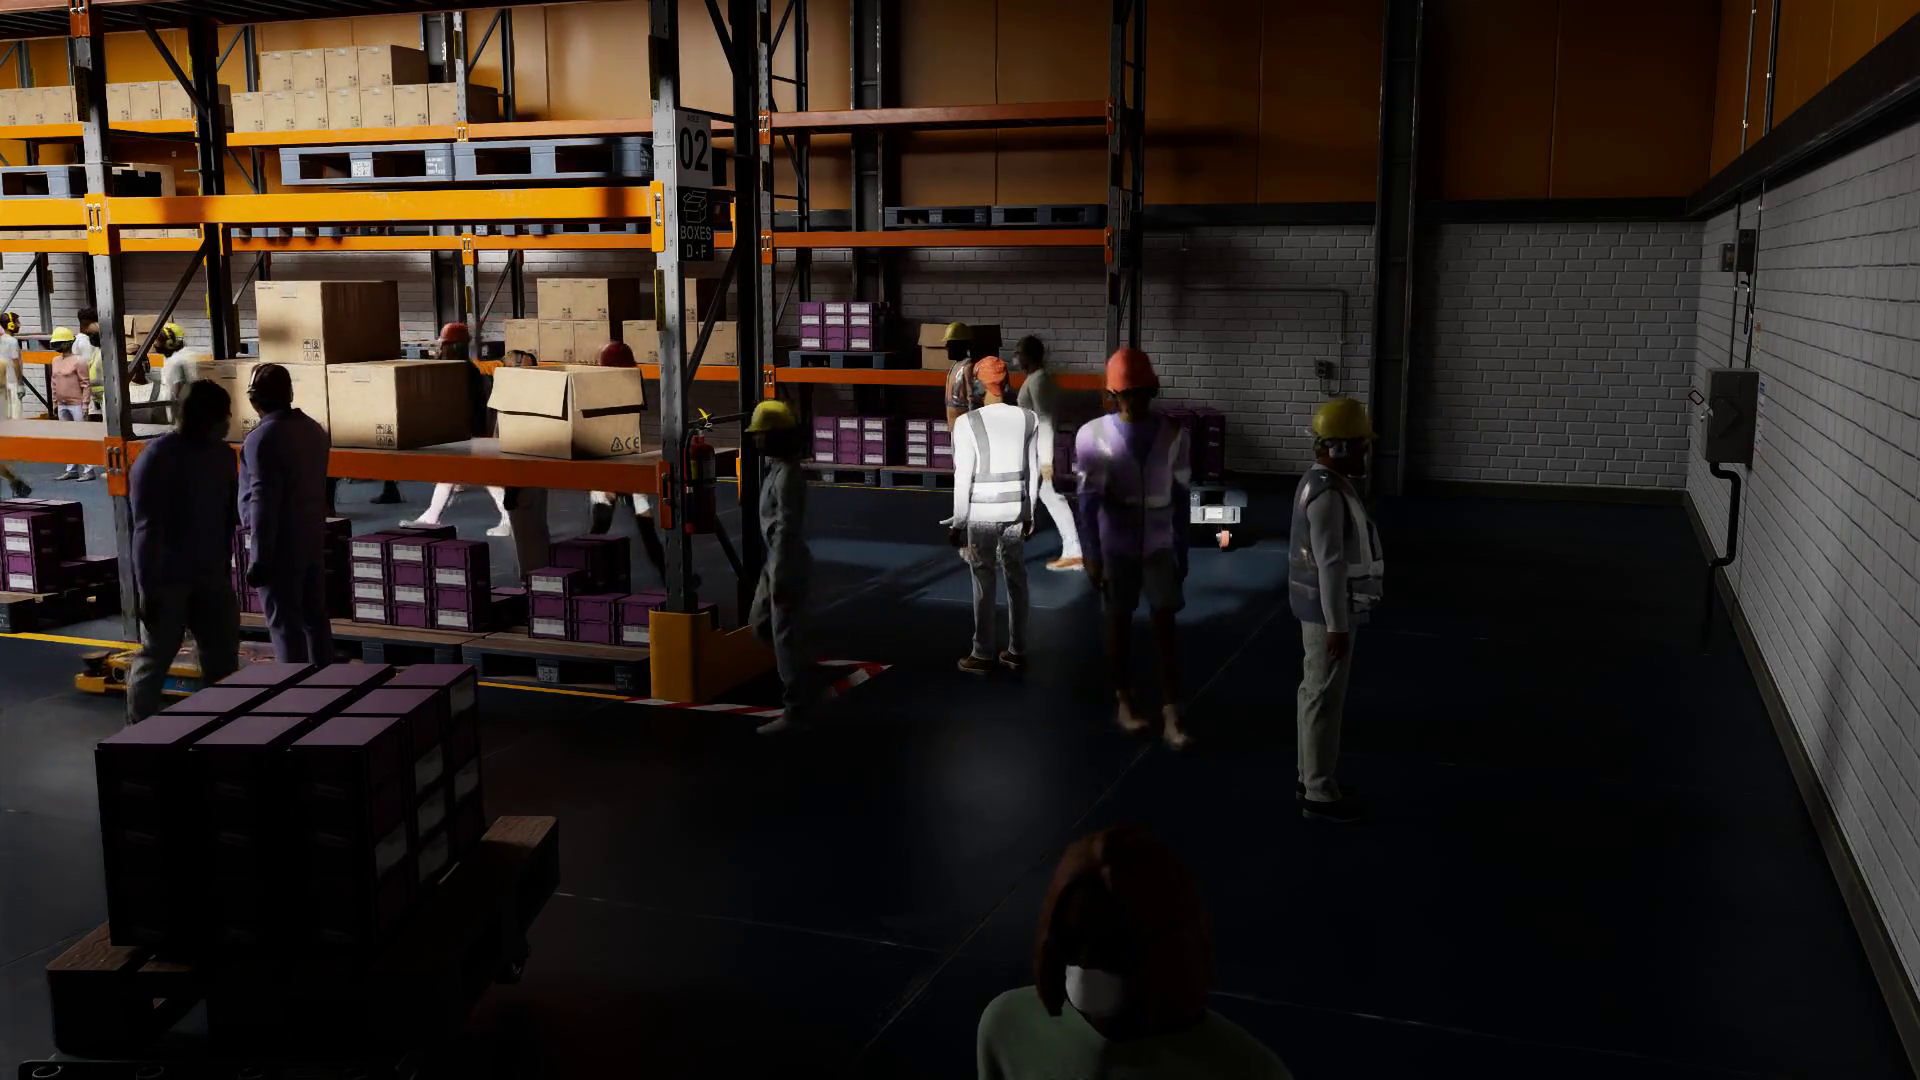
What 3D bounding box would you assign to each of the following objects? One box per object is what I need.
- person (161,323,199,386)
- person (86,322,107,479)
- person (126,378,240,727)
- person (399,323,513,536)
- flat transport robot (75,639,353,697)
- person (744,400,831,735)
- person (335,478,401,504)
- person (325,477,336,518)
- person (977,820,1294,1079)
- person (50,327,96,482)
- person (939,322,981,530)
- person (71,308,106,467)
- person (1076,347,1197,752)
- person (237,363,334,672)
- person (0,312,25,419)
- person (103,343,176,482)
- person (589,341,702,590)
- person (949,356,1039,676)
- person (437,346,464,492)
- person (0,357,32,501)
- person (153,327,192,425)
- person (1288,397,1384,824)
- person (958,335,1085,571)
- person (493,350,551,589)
[{"bbox_3d":[-9.101,-1.592,19.202,0.613,1.797,0.814,8,12,42],"label":"person"},{"bbox_3d":[-9.946,-1.646,19.530,0.495,1.819,0.784,-6,11,-35],"label":"person"},{"bbox_3d":[-3.538,0.201,7.696,0.963,1.873,0.720,3,10,20],"label":"person"},{"bbox_3d":[-4.469,-0.971,14.895,1.075,1.932,0.640,-4,10,-22],"label":"person"},{"bbox_3d":[-4.187,0.734,9.390,1.431,0.197,0.652,3,10,20],"label":"flat transport robot"},{"bbox_3d":[-0.922,0.149,8.474,0.356,1.727,0.501,-2,9,-11],"label":"person"},{"bbox_3d":[-6.250,-1.276,17.007,1.004,1.880,0.565,-3,10,-20],"label":"person"},{"bbox_3d":[-6.314,-1.223,16.137,0.538,2.000,0.689,-3,9,-17],"label":"person"},{"bbox_3d":[0.228,1.179,2.351,0.501,1.627,0.288,6,11,32],"label":"person"},{"bbox_3d":[-10.173,-1.543,19.006,0.533,1.767,0.327,4,10,21],"label":"person"},{"bbox_3d":[0.002,-1.052,15.419,0.375,1.925,0.595,-2,9,-15],"label":"person"},{"bbox_3d":[-10.719,-1.877,20.499,0.379,1.959,0.604,-8,12,-40],"label":"person"},{"bbox_3d":[0.891,0.056,8.232,0.623,1.996,0.900,-2,9,-10],"label":"person"},{"bbox_3d":[-3.534,0.035,8.668,0.403,1.903,0.652,1,9,7],"label":"person"},{"bbox_3d":[-12.520,-2.069,21.986,0.513,1.871,0.329,6,11,35],"label":"person"},{"bbox_3d":[-6.206,-0.566,12.627,0.516,1.843,0.325,-2,9,-11],"label":"person"},{"bbox_3d":[-2.351,-0.469,11.891,0.981,1.881,0.560,3,10,20],"label":"person"},{"bbox_3d":[0.202,-0.141,9.826,0.572,1.887,0.356,-5,11,-31],"label":"person"},{"bbox_3d":[-5.494,-1.304,17.942,0.542,1.624,0.456,-6,11,-32],"label":"person"},{"bbox_3d":[-9.500,-1.186,16.279,0.564,1.919,0.462,6,11,34],"label":"person"},{"bbox_3d":[-8.247,-1.347,17.678,1.003,1.818,0.571,-6,11,-32],"label":"person"},{"bbox_3d":[1.630,0.298,7.234,0.404,1.835,0.590,1,9,7],"label":"person"},{"bbox_3d":[0.525,-0.675,13.178,1.030,1.879,0.655,0,9,2],"label":"person"},{"bbox_3d":[-3.041,-0.396,11.569,0.429,1.845,0.626,0,9,2],"label":"person"}]
